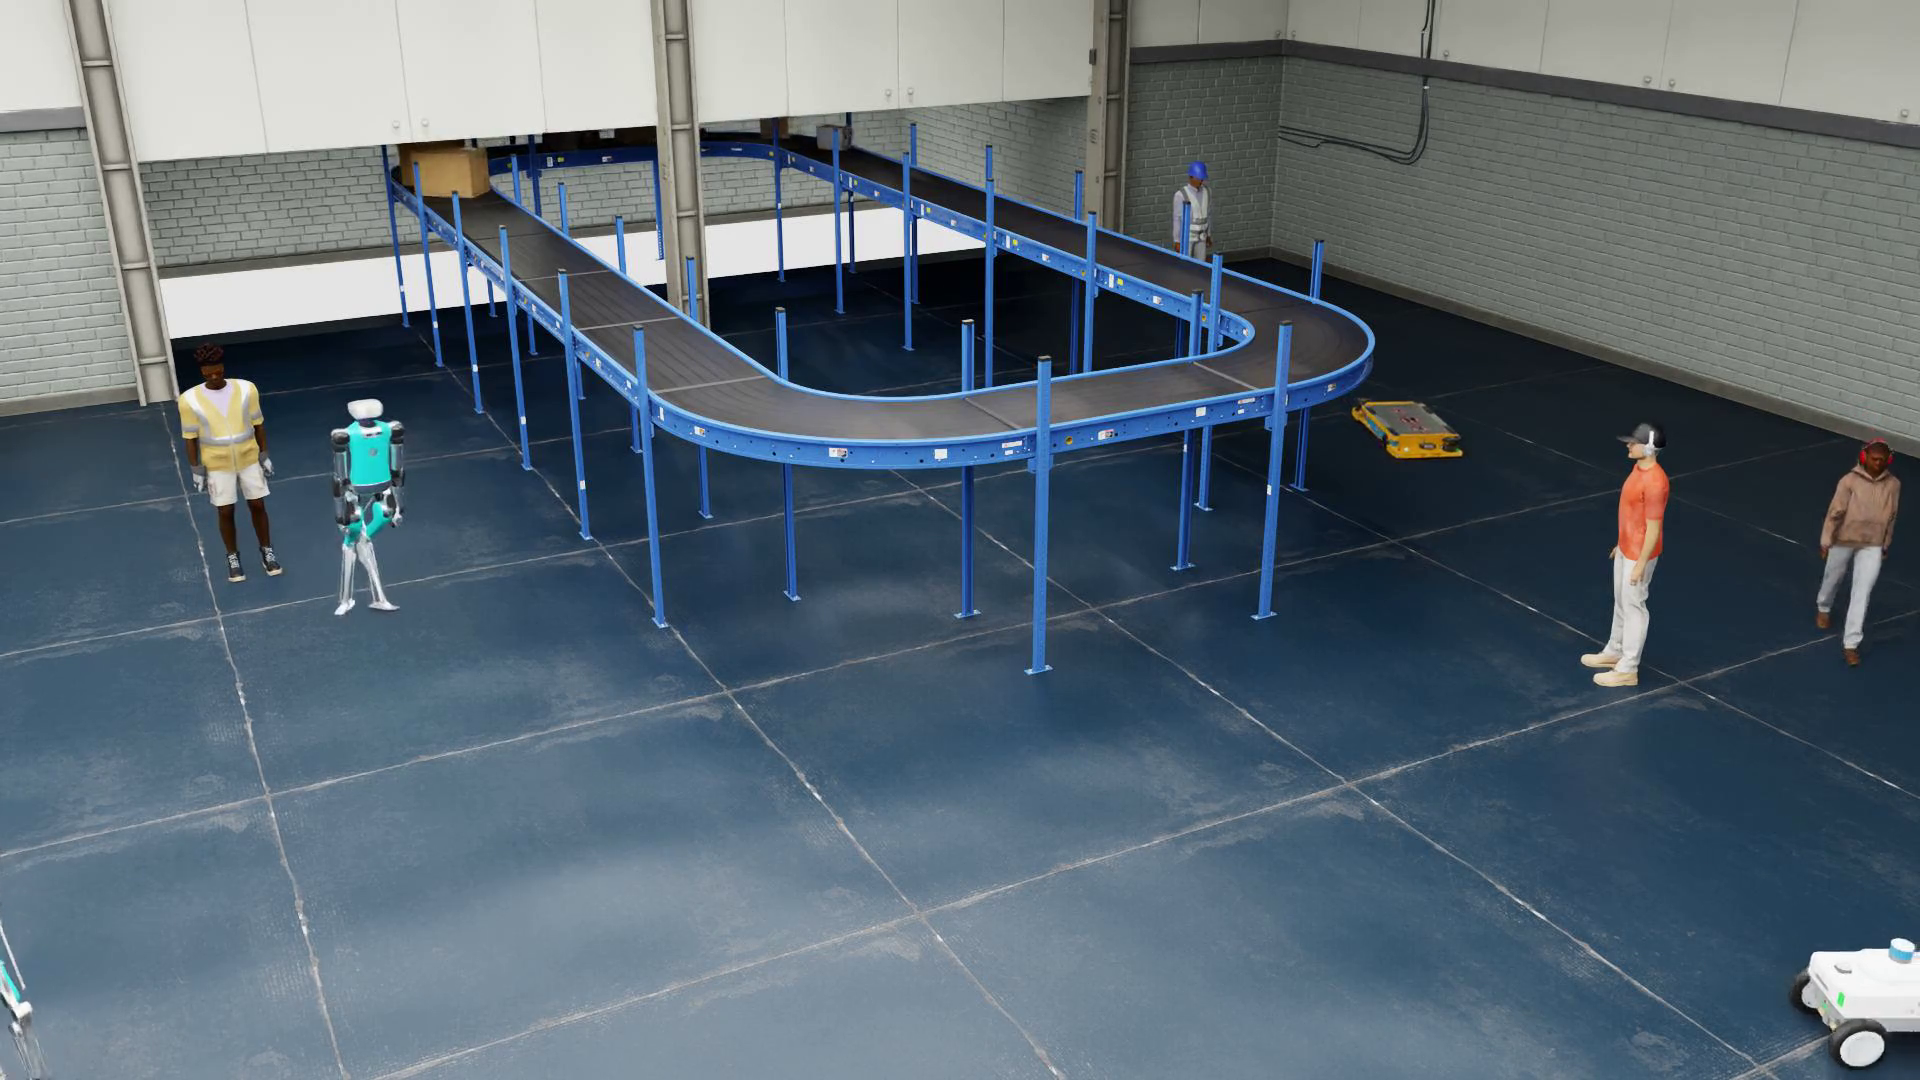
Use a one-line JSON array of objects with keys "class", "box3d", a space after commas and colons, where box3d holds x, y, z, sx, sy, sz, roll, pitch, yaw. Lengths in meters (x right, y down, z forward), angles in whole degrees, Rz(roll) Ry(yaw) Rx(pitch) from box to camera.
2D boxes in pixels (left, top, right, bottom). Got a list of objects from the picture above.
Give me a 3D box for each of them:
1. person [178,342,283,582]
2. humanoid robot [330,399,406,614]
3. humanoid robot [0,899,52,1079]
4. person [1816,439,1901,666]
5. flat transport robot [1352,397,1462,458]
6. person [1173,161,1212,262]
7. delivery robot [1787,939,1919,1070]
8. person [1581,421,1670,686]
[{"class": "person", "box3d": [-5.777, -0.617, 13.168, 0.612, 1.950, 0.389, -14, 26, -32]}, {"class": "humanoid robot", "box3d": [-4.537, -0.264, 12.574, 0.590, 1.777, 0.868, -16, 27, -34]}, {"class": "humanoid robot", "box3d": [-4.493, 1.834, 7.533, 0.751, 1.889, 0.544, 13, 25, 29]}, {"class": "person", "box3d": [6.485, 0.010, 12.055, 0.483, 1.608, 0.864, 6, 23, 15]}, {"class": "flat transport robot", "box3d": [4.464, -1.125, 16.656, 0.659, 0.231, 1.431, -2, 22, -4]}, {"class": "person", "box3d": [2.966, -3.863, 21.215, 0.611, 1.933, 0.413, -15, 26, -33]}, {"class": "delivery robot", "box3d": [4.482, 2.209, 8.043, 0.802, 0.601, 0.499, 0, 22, 0]}, {"class": "person", "box3d": [4.611, 0.093, 11.459, 0.408, 1.912, 0.475, 3, 22, 7]}]
